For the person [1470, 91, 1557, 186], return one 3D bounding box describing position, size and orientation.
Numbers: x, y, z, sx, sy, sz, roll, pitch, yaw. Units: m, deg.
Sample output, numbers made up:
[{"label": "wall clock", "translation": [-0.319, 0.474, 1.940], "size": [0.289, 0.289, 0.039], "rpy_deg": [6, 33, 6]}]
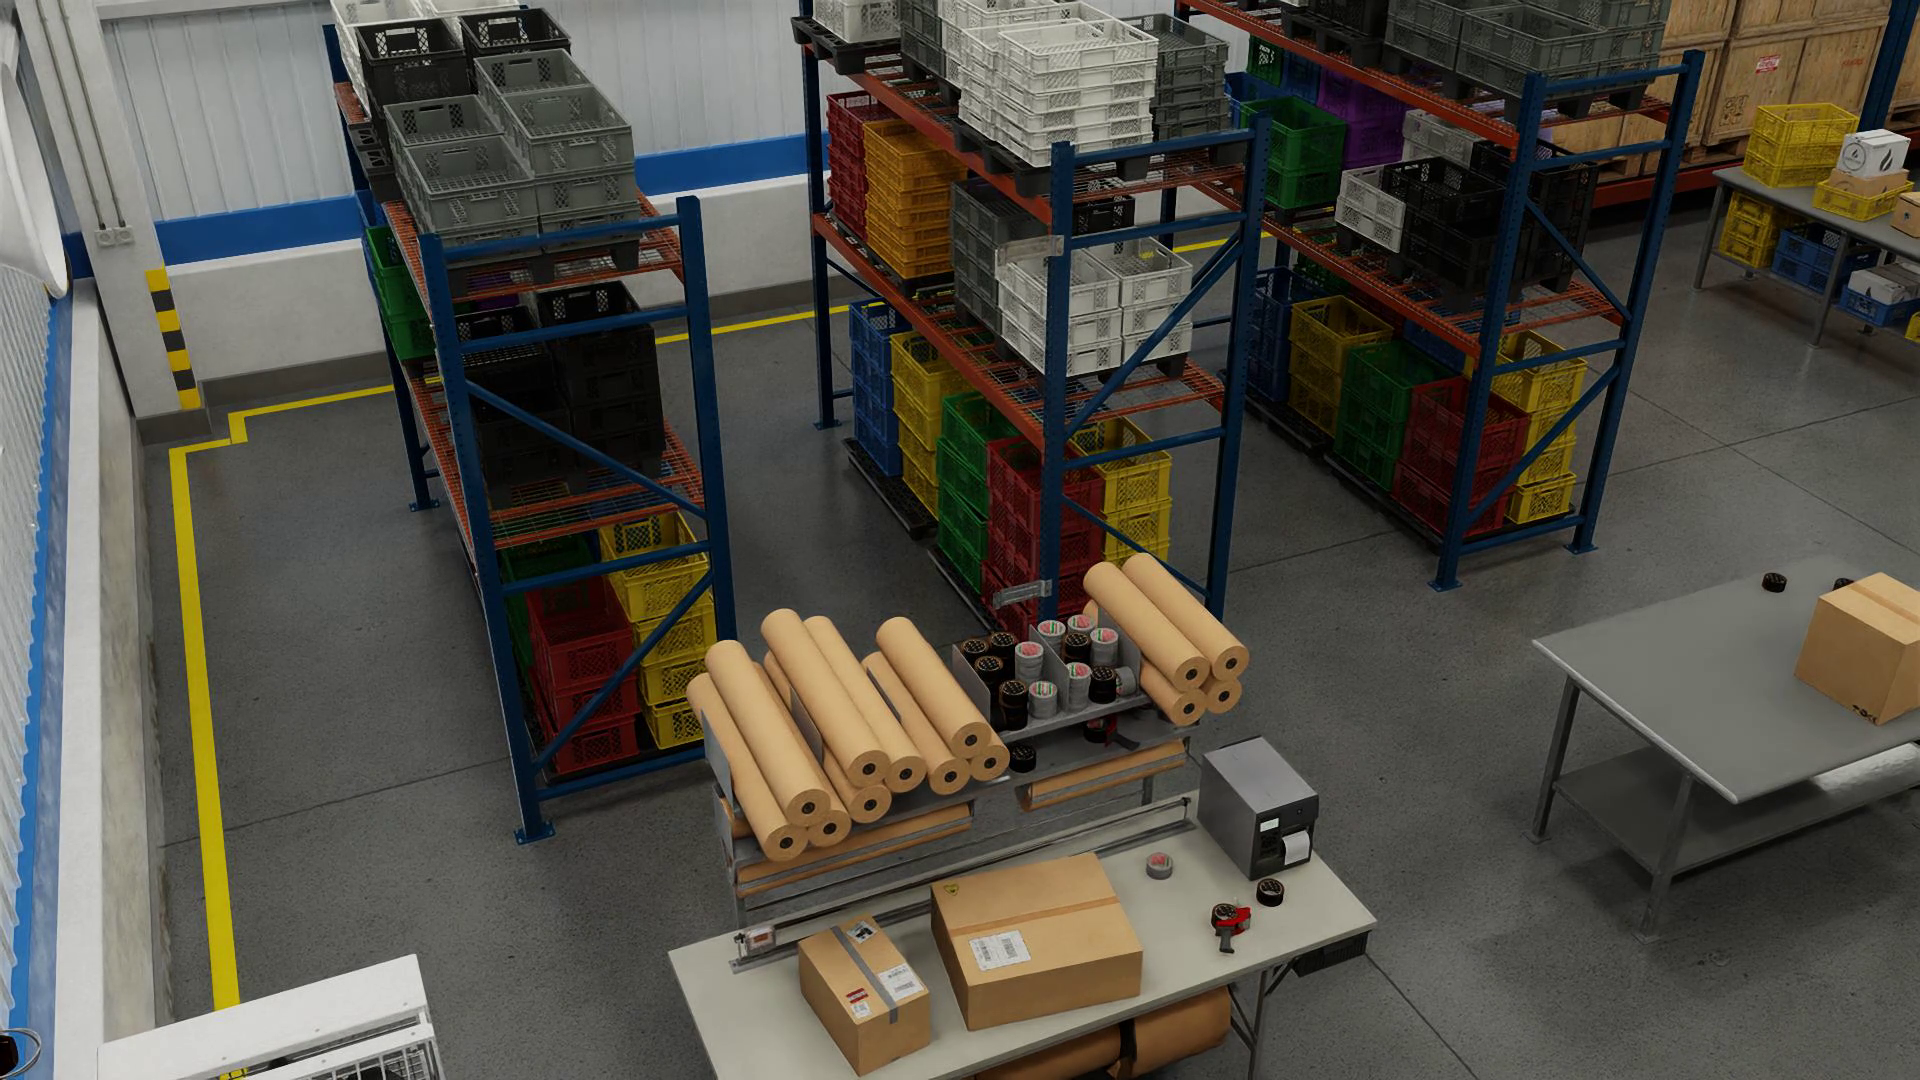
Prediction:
[{"label": "person", "translation": [4.248, -2.844, 12.992], "size": [0.627, 1.933, 0.376], "rpy_deg": [13, 34, 21]}]
